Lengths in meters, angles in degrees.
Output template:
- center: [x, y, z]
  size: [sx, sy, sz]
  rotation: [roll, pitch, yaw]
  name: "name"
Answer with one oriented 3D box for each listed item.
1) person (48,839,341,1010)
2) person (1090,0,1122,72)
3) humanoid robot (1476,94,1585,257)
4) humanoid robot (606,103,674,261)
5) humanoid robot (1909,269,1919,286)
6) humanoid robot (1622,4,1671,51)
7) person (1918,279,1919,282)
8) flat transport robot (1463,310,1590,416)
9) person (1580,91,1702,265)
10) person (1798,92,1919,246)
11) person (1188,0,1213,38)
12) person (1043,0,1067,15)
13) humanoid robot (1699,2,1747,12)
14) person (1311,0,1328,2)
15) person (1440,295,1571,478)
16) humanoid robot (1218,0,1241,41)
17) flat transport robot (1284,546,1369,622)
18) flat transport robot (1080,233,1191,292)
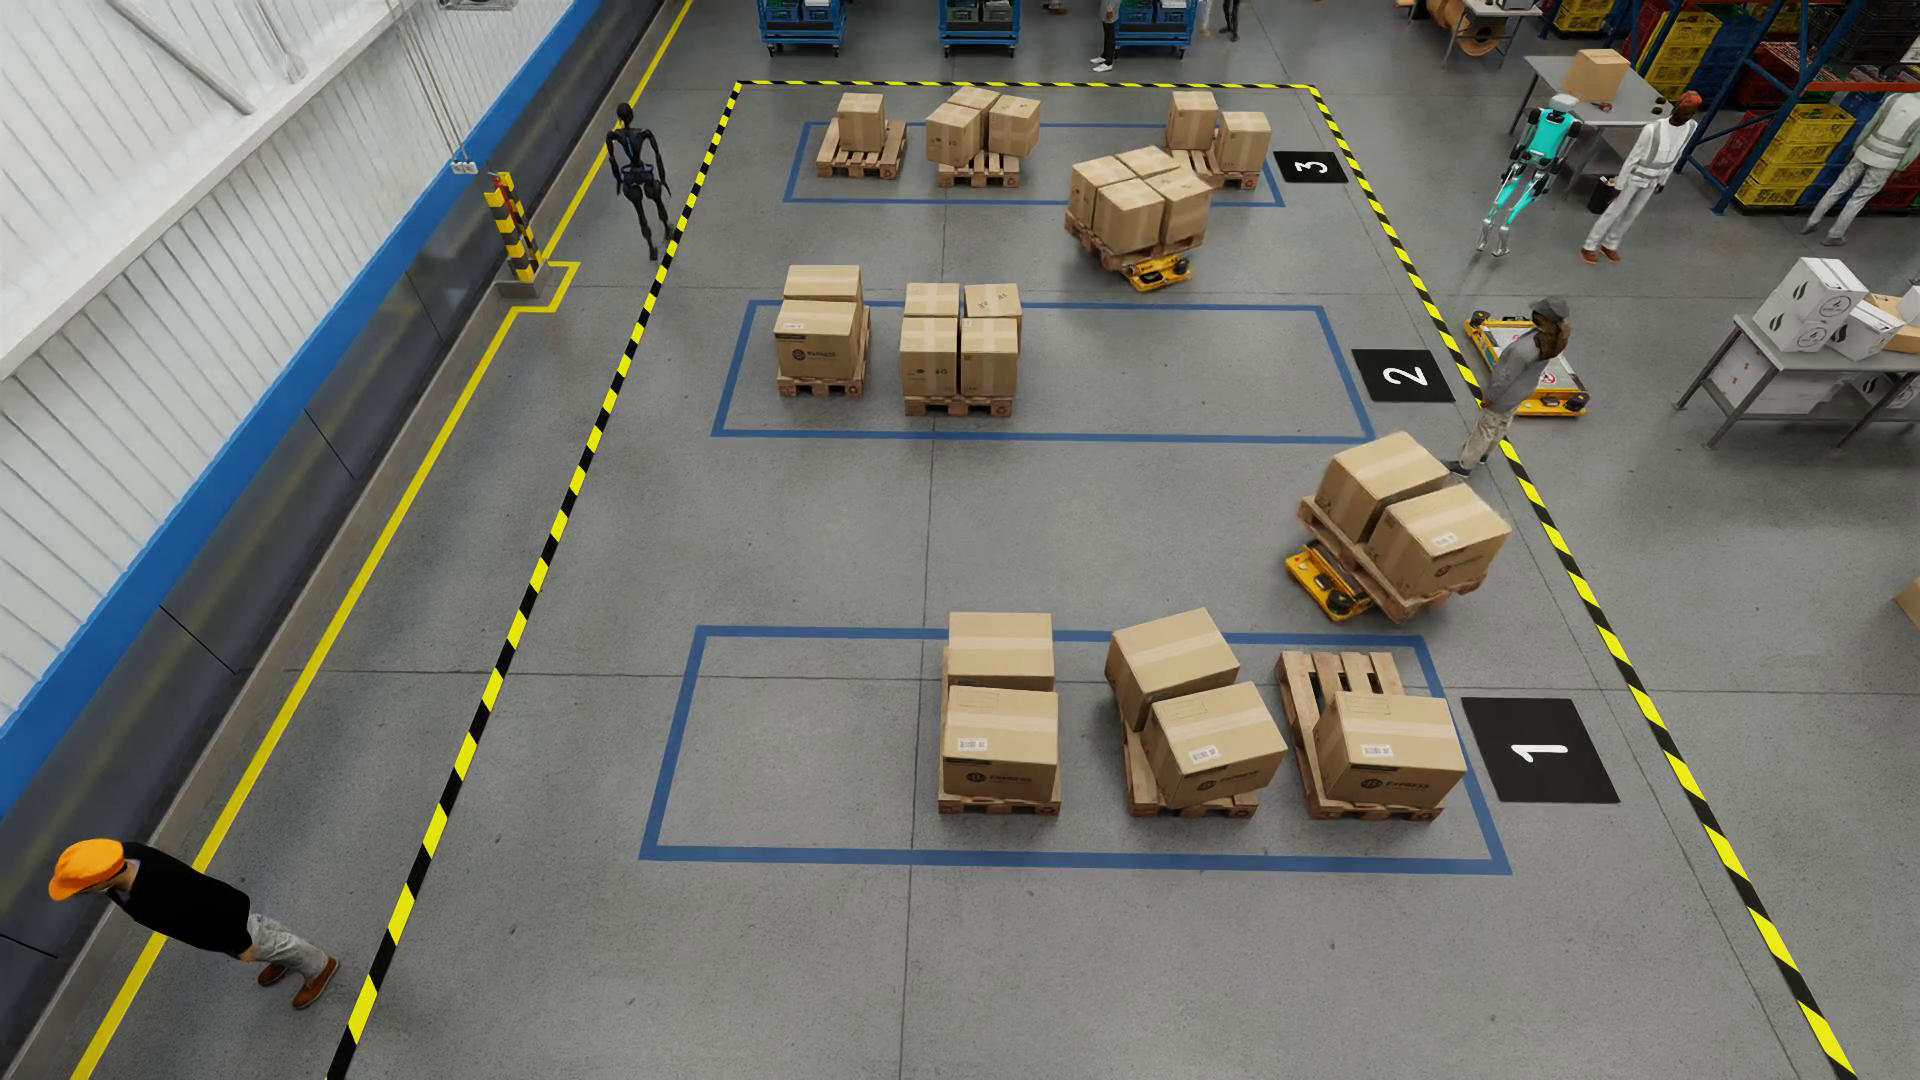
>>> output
- center: [-3.896, 1.988, 4.746]
  size: [0.589, 1.880, 0.381]
  rotation: [22, 53, 18]
  name: "person"
- center: [2.150, -7.771, 13.212]
  size: [0.361, 1.852, 0.596]
  rotation: [0, 49, 0]
  name: "person"
- center: [5.967, -3.810, 9.771]
  size: [0.735, 1.677, 0.533]
  rotation: [-35, 58, -26]
  name: "humanoid robot"
- center: [-3.505, -3.967, 10.049]
  size: [0.583, 1.635, 0.678]
  rotation: [-7, 49, -6]
  name: "humanoid robot"
- center: [10.565, -3.358, 9.401]
  size: [0.533, 1.693, 0.742]
  rotation: [5, 49, 4]
  name: "humanoid robot"
- center: [10.480, -8.009, 13.560]
  size: [0.551, 1.651, 0.594]
  rotation: [23, 53, 19]
  name: "humanoid robot"
- center: [9.318, -2.411, 8.448]
  size: [0.387, 2.040, 0.613]
  rotation: [-32, 56, -25]
  name: "person"
- center: [5.573, -1.757, 9.054]
  size: [0.659, 0.231, 1.431]
  rotation: [1, 49, 1]
  name: "flat transport robot"
- center: [7.278, -3.837, 9.792]
  size: [0.580, 1.879, 0.360]
  rotation: [-6, 49, -6]
  name: "person"
- center: [10.079, -4.191, 10.050]
  size: [0.387, 1.949, 0.602]
  rotation: [-15, 51, -13]
  name: "person"
- center: [3.774, -8.791, 14.120]
  size: [0.636, 1.822, 0.557]
  rotation: [-19, 52, -16]
  name: "person"
- center: [1.566, -9.515, 14.665]
  size: [0.353, 1.937, 0.634]
  rotation: [-10, 50, -9]
  name: "person"
- center: [11.427, -8.117, 13.618]
  size: [0.599, 1.657, 0.315]
  rotation: [25, 54, 20]
  name: "humanoid robot"
- center: [5.853, -9.816, 14.945]
  size: [0.946, 1.904, 0.605]
  rotation: [-6, 49, -5]
  name: "person"
- center: [4.579, -1.251, 7.623]
  size: [0.572, 1.768, 0.398]
  rotation: [-29, 55, -23]
  name: "person"
- center: [4.258, -8.595, 14.042]
  size: [0.379, 1.635, 0.602]
  rotation: [-12, 50, -10]
  name: "humanoid robot"
- center: [3.418, 0.143, 7.391]
  size: [1.431, 0.197, 0.652]
  rotation: [-18, 52, -15]
  name: "flat transport robot"
- center: [1.948, -3.341, 10.407]
  size: [0.652, 0.197, 1.431]
  rotation: [-20, 52, -16]
  name: "flat transport robot"
